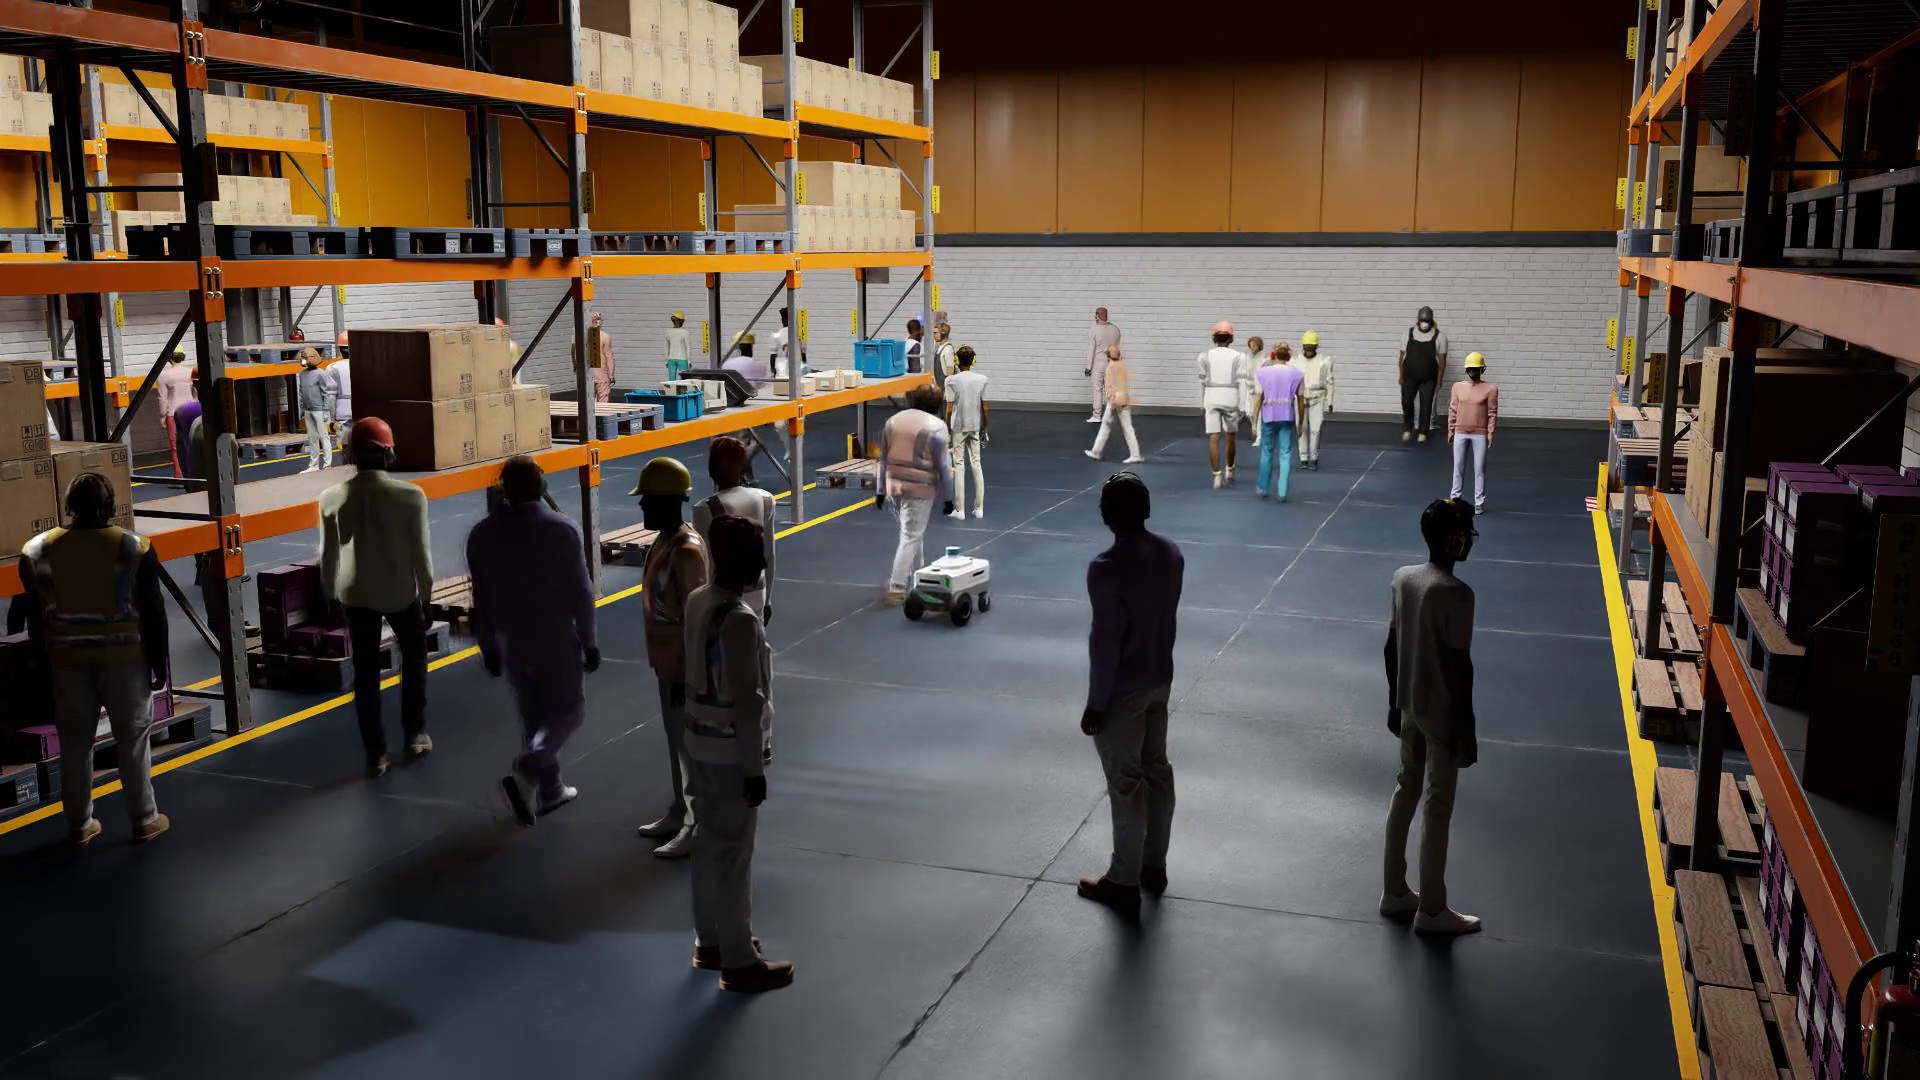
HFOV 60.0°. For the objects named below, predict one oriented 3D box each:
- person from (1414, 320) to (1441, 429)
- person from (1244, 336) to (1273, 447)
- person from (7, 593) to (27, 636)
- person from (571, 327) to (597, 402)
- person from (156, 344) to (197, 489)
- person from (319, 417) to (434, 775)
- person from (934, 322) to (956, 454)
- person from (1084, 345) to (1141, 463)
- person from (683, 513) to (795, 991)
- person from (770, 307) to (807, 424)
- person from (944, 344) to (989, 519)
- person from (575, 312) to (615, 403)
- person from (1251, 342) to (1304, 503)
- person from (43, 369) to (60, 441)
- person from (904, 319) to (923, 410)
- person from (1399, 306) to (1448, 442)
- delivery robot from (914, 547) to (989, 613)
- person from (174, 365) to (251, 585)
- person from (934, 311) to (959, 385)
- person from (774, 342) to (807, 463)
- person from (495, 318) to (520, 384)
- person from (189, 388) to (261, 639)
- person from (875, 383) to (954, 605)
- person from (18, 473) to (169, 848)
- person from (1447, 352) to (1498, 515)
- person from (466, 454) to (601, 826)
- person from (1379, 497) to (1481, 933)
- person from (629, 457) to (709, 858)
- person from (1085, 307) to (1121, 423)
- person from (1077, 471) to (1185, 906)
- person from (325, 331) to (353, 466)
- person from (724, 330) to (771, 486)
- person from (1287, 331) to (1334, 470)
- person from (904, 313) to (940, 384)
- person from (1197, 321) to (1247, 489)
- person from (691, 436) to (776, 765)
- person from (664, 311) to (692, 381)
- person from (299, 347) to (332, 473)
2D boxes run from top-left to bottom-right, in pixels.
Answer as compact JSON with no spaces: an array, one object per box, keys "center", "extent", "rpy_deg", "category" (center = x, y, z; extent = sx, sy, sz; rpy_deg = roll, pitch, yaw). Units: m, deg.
[{"center":[7.457,-2.636,26.500],"extent":[0.487,1.744,0.313],"rpy_deg":[8,13,36],"category":"person"},{"center":[4.365,-2.183,24.295],"extent":[0.536,1.612,0.542],"rpy_deg":[7,12,33],"category":"person"},{"center":[-6.496,0.027,11.682],"extent":[0.540,1.676,0.666],"rpy_deg":[7,12,34],"category":"person"},{"center":[-6.298,-2.973,28.047],"extent":[0.516,1.871,0.325],"rpy_deg":[2,10,12],"category":"person"},{"center":[-9.378,-1.494,20.008],"extent":[0.308,1.769,0.525],"rpy_deg":[8,13,39],"category":"person"},{"center":[-3.248,0.293,9.340],"extent":[0.636,1.967,0.681],"rpy_deg":[-1,10,-5],"category":"person"},{"center":[-0.222,-2.126,23.343],"extent":[0.339,1.845,0.507],"rpy_deg":[-2,10,-11],"category":"person"},{"center":[2.079,-1.828,22.375],"extent":[0.871,1.575,0.571],"rpy_deg":[7,12,34],"category":"person"},{"center":[-0.910,0.829,6.592],"extent":[0.357,1.884,0.574],"rpy_deg":[-5,11,-28],"category":"person"},{"center":[-2.703,-2.688,26.208],"extent":[0.599,1.958,0.372],"rpy_deg":[-3,10,-16],"category":"person"},{"center":[0.056,-1.152,17.794],"extent":[0.533,1.868,0.310],"rpy_deg":[-4,11,-23],"category":"person"},{"center":[-5.556,-2.536,25.484],"extent":[0.642,1.909,0.408],"rpy_deg":[4,11,19],"category":"person"},{"center":[3.627,-1.348,19.041],"extent":[0.603,1.837,0.544],"rpy_deg":[1,10,3],"category":"person"},{"center":[-8.701,-0.760,15.687],"extent":[0.403,1.830,0.599],"rpy_deg":[-3,11,-16],"category":"person"},{"center":[-0.702,-2.157,23.469],"extent":[0.359,1.876,0.785],"rpy_deg":[-1,10,-7],"category":"person"},{"center":[6.817,-2.444,24.585],"extent":[0.699,2.000,0.657],"rpy_deg":[4,11,21],"category":"person"},{"center":[-0.060,0.297,13.067],"extent":[0.477,0.478,0.707],"rpy_deg":[6,12,29],"category":"delivery robot"},{"center":[-6.447,-0.572,14.341],"extent":[0.551,1.932,0.377],"rpy_deg":[2,10,12],"category":"person"},{"center":[-0.282,-2.724,26.659],"extent":[0.948,1.861,0.646],"rpy_deg":[-6,12,-30],"category":"person"},{"center":[-2.269,-1.845,22.348],"extent":[0.537,1.626,0.371],"rpy_deg":[6,12,30],"category":"person"},{"center":[-6.492,-2.154,23.366],"extent":[0.574,1.888,0.962],"rpy_deg":[-1,10,-6],"category":"person"},{"center":[-5.528,-0.234,12.426],"extent":[0.371,1.941,0.627],"rpy_deg":[-7,12,-33],"category":"person"},{"center":[-0.345,-0.383,13.666],"extent":[0.650,1.794,0.850],"rpy_deg":[9,13,41],"category":"person"},{"center":[-4.181,0.586,8.109],"extent":[0.625,1.837,0.429],"rpy_deg":[-2,10,-13],"category":"person"},{"center":[5.565,-1.156,18.107],"extent":[0.522,1.769,0.311],"rpy_deg":[6,12,31],"category":"person"},{"center":[-2.167,0.513,8.391],"extent":[0.659,1.880,0.686],"rpy_deg":[3,11,18],"category":"person"},{"center":[2.024,0.742,7.125],"extent":[0.309,1.868,0.535],"rpy_deg":[-4,11,-24],"category":"person"},{"center":[-1.377,0.558,7.996],"extent":[0.370,1.929,0.585],"rpy_deg":[-4,11,-20],"category":"person"},{"center":[2.330,-2.878,27.414],"extent":[0.638,1.906,0.408],"rpy_deg":[-6,12,-30],"category":"person"},{"center":[0.751,0.659,7.409],"extent":[0.376,1.936,0.627],"rpy_deg":[8,13,39],"category":"person"},{"center":[-7.028,-1.445,19.245],"extent":[0.542,1.939,0.362],"rpy_deg":[-5,11,-26],"category":"person"},{"center":[-2.584,-1.578,20.071],"extent":[0.615,1.911,0.583],"rpy_deg":[5,11,28],"category":"person"},{"center":[4.516,-1.802,21.600],"extent":[0.627,1.811,0.637],"rpy_deg":[3,11,17],"category":"person"},{"center":[-0.540,-2.343,24.291],"extent":[0.605,1.943,0.402],"rpy_deg":[-4,11,-22],"category":"person"},{"center":[3.191,-1.656,20.266],"extent":[0.607,1.991,1.018],"rpy_deg":[2,10,12],"category":"person"},{"center":[-1.260,0.364,9.216],"extent":[0.355,1.883,0.573],"rpy_deg":[9,13,40],"category":"person"},{"center":[-4.997,-3.179,29.525],"extent":[0.525,1.759,0.337],"rpy_deg":[3,11,18],"category":"person"},{"center":[-8.216,-1.634,21.164],"extent":[0.498,1.634,0.284],"rpy_deg":[6,12,30],"category":"person"}]
